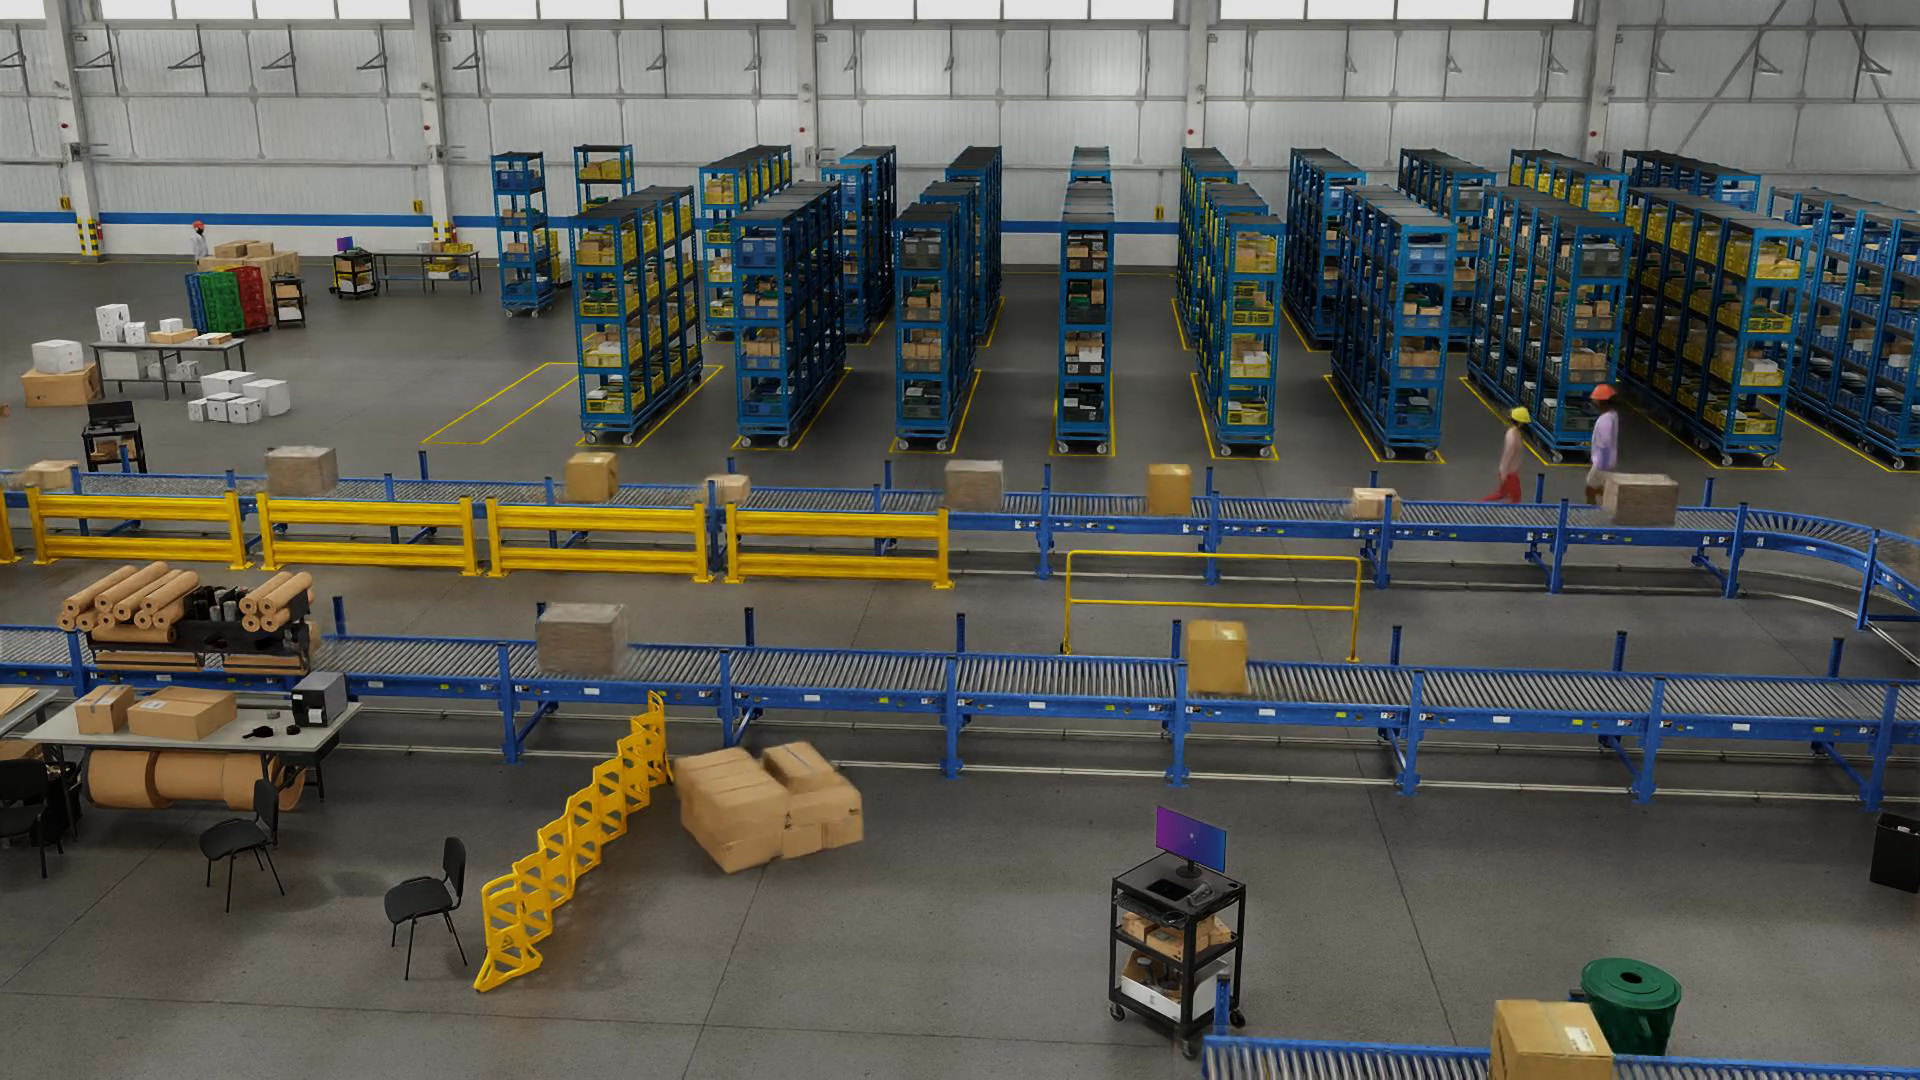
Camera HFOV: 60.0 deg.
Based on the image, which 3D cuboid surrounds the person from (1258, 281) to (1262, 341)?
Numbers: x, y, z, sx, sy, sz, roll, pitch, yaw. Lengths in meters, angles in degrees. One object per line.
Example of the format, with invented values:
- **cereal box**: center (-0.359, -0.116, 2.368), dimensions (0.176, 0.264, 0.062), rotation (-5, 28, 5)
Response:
- **person**: center (5.922, -4.669, 33.352), dimensions (0.395, 1.847, 0.564), rotation (5, 18, 16)

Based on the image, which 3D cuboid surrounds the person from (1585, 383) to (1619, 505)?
- **person**: center (8.404, -1.029, 21.541), dimensions (0.718, 2.019, 0.615), rotation (10, 20, 28)

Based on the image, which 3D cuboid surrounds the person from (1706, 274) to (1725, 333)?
- **person**: center (14.172, -4.048, 31.252), dimensions (1.062, 1.931, 0.635), rotation (3, 18, 9)

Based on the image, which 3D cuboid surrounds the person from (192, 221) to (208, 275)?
- **person**: center (-18.509, -6.919, 40.658), dimensions (0.360, 1.744, 0.577), rotation (-2, 18, -5)

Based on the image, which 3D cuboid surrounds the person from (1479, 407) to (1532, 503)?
- **person**: center (7.074, -0.919, 21.636), dimensions (0.766, 1.730, 0.535), rotation (5, 18, 17)
